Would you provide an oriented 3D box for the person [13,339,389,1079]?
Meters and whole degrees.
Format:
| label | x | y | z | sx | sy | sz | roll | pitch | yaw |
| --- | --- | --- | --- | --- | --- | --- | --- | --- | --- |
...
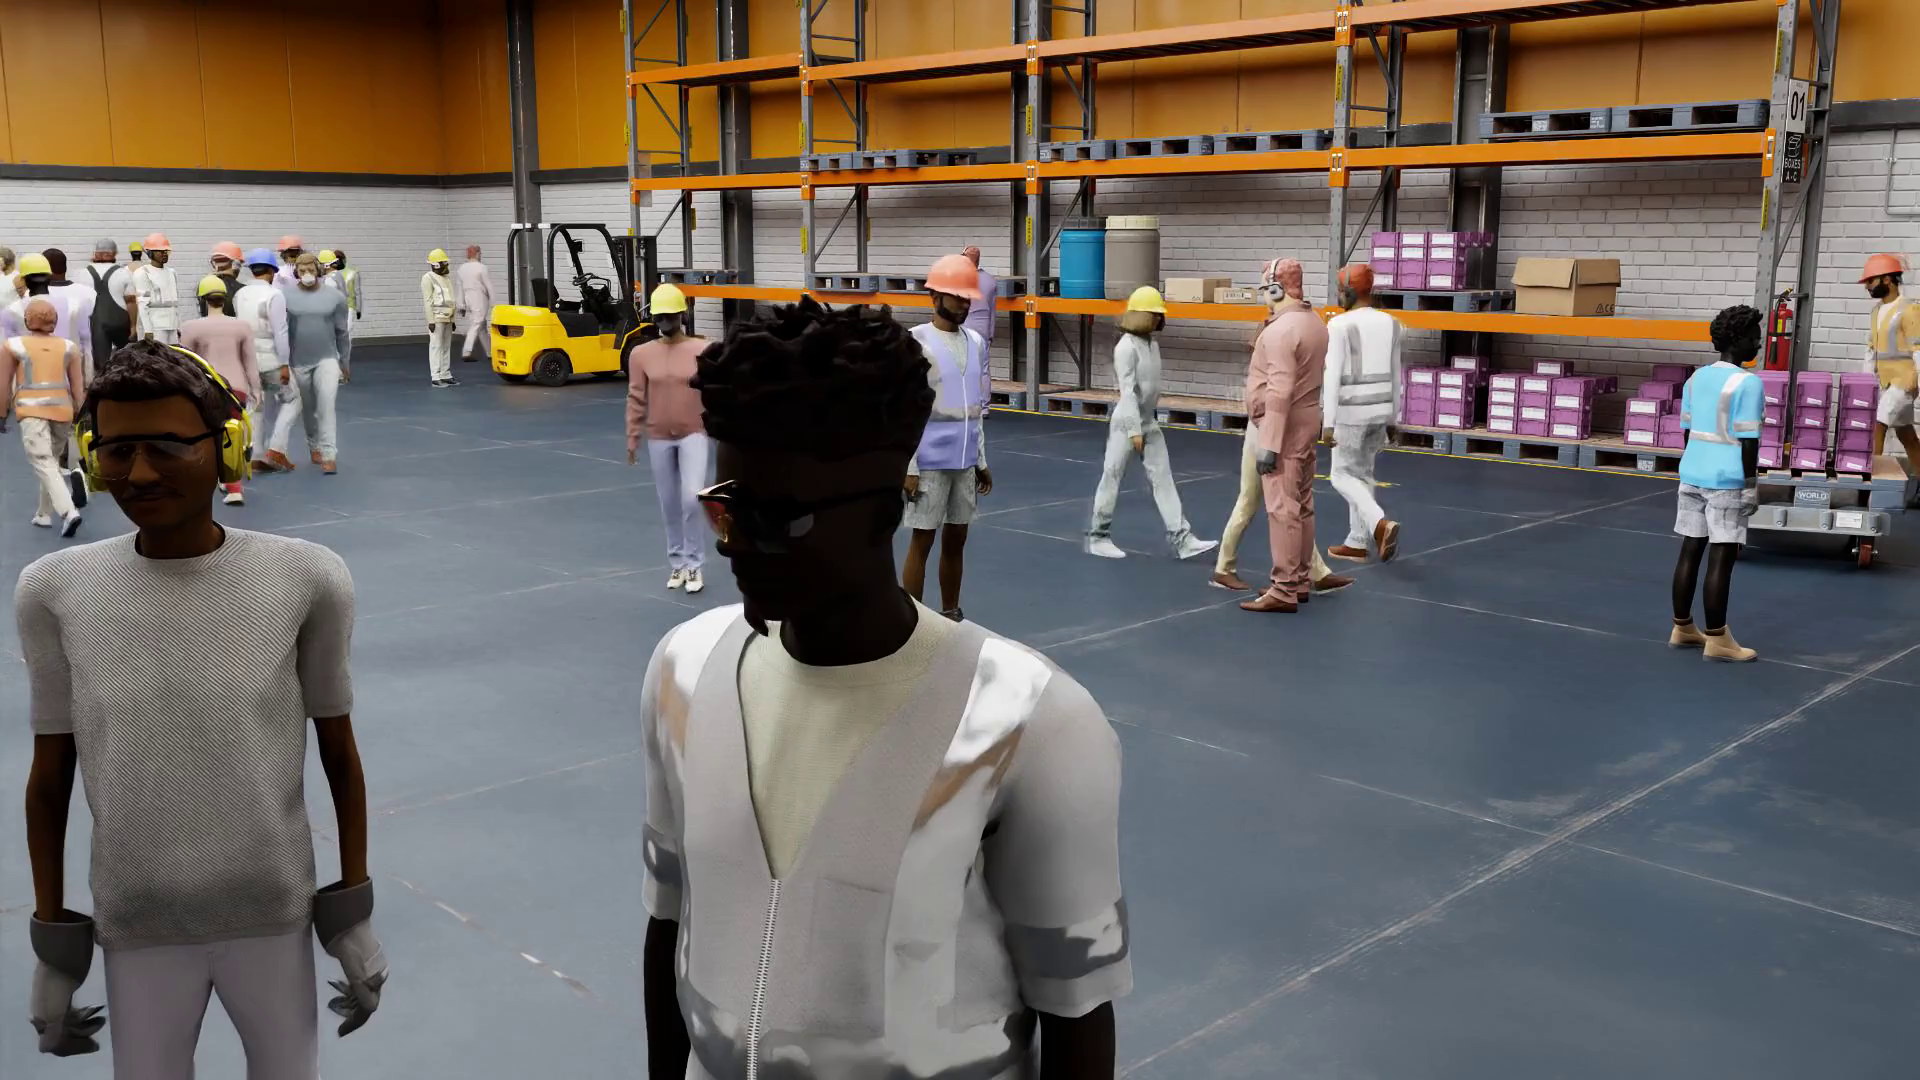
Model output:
| label | x | y | z | sx | sy | sz | roll | pitch | yaw |
| --- | --- | --- | --- | --- | --- | --- | --- | --- | --- |
| person | -1.188 | 0.621 | 2.625 | 0.532 | 1.871 | 0.321 | -3 | 11 | -17 |

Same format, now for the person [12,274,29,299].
| label | x | y | z | sx | sy | sz | roll | pitch | yaw |
| --- | --- | --- | --- | --- | --- | --- | --- | --- | --- |
| person | -10.056 | -2.116 | 18.254 | 0.428 | 1.607 | 0.612 | 0 | 10 | 0 |

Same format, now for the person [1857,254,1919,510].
| label | x | y | z | sx | sy | sz | roll | pitch | yaw |
| --- | --- | --- | --- | --- | --- | --- | --- | --- | --- |
| person | 6.840 | -1.148 | 12.222 | 0.970 | 1.875 | 0.572 | 1 | 10 | 7 |

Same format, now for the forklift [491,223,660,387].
| label | x | y | z | sx | sy | sz | roll | pitch | yaw |
| --- | --- | --- | --- | --- | --- | --- | --- | --- | --- |
| forklift | -5.316 | -3.263 | 22.920 | 2.313 | 2.155 | 1.214 | -10 | 14 | -44 |

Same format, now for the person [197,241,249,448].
| label | x | y | z | sx | sy | sz | roll | pitch | yaw |
| --- | --- | --- | --- | --- | --- | --- | --- | --- | --- |
| person | -6.413 | -1.637 | 14.683 | 0.612 | 1.967 | 0.434 | 3 | 11 | 16 |

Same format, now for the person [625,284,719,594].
| label | x | y | z | sx | sy | sz | roll | pitch | yaw |
| --- | --- | --- | --- | --- | --- | --- | --- | --- | --- |
| person | -1.620 | -0.564 | 9.399 | 0.556 | 1.746 | 0.580 | 1 | 10 | 5 |

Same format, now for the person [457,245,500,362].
| label | x | y | z | sx | sy | sz | roll | pitch | yaw |
| --- | --- | --- | --- | --- | --- | --- | --- | --- | --- |
| person | -7.751 | -3.805 | 26.805 | 0.647 | 1.862 | 0.963 | 8 | 13 | 38 |

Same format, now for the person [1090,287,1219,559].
| label | x | y | z | sx | sy | sz | roll | pitch | yaw |
| --- | --- | --- | --- | --- | --- | --- | --- | --- | --- |
| person | 1.165 | -0.700 | 10.266 | 0.876 | 1.695 | 0.504 | 8 | 13 | 36 |

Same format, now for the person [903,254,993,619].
| label | x | y | z | sx | sy | sz | roll | pitch | yaw |
| --- | --- | --- | --- | --- | --- | --- | --- | --- | --- |
| person | -0.057 | -0.384 | 7.931 | 0.543 | 1.934 | 0.371 | -10 | 14 | -43 |

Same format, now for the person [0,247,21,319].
| label | x | y | z | sx | sy | sz | roll | pitch | yaw |
| --- | --- | --- | --- | --- | --- | --- | --- | --- | --- |
| person | -11.092 | -2.475 | 19.473 | 0.619 | 1.877 | 1.007 | 10 | 14 | 42 |

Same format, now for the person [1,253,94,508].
| label | x | y | z | sx | sy | sz | roll | pitch | yaw |
| --- | --- | --- | --- | --- | --- | --- | --- | --- | --- |
| person | -6.687 | -1.161 | 12.261 | 0.586 | 1.898 | 0.766 | -7 | 12 | -33 |

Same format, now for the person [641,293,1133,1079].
| label | x | y | z | sx | sy | sz | roll | pitch | yaw |
| --- | --- | --- | --- | --- | --- | --- | --- | --- | --- |
| person | -0.122 | 0.714 | 1.856 | 0.613 | 1.962 | 0.365 | 6 | 12 | 30 |

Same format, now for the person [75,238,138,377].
| label | x | y | z | sx | sy | sz | roll | pitch | yaw |
| --- | --- | --- | --- | --- | --- | --- | --- | --- | --- |
| person | -10.096 | -2.619 | 19.825 | 0.698 | 2.000 | 1.004 | -1 | 10 | -7 |

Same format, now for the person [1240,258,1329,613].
| label | x | y | z | sx | sy | sz | roll | pitch | yaw |
| --- | --- | --- | --- | --- | --- | --- | --- | --- | --- |
| person | 1.731 | -0.556 | 8.969 | 0.401 | 1.901 | 0.640 | 6 | 12 | 29 |

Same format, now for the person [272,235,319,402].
| label | x | y | z | sx | sy | sz | roll | pitch | yaw |
| --- | --- | --- | --- | --- | --- | --- | --- | --- | --- |
| person | -8.024 | -2.638 | 20.008 | 0.854 | 2.012 | 0.619 | 10 | 14 | 43 |

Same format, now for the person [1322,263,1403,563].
| label | x | y | z | sx | sy | sz | roll | pitch | yaw |
| --- | --- | --- | --- | --- | --- | --- | --- | --- | --- |
| person | 2.489 | -0.745 | 10.098 | 0.612 | 1.862 | 0.658 | -6 | 12 | -28 |

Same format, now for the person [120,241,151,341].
| label | x | y | z | sx | sy | sz | roll | pitch | yaw |
| --- | --- | --- | --- | --- | --- | --- | --- | --- | --- |
| person | -13.308 | -3.878 | 27.014 | 0.617 | 1.924 | 0.386 | -6 | 12 | -30 |

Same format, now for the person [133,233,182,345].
| label | x | y | z | sx | sy | sz | roll | pitch | yaw |
| --- | --- | --- | --- | --- | --- | --- | --- | --- | --- |
| person | -8.871 | -2.383 | 18.532 | 0.371 | 2.044 | 0.608 | 2 | 11 | 12 |

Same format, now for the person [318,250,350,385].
| label | x | y | z | sx | sy | sz | roll | pitch | yaw |
| --- | --- | --- | --- | --- | --- | --- | --- | --- | --- |
| person | -8.509 | -3.013 | 22.572 | 0.403 | 1.826 | 0.591 | -2 | 11 | -9 |

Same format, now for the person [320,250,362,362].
| label | x | y | z | sx | sy | sz | roll | pitch | yaw |
| --- | --- | --- | --- | --- | --- | --- | --- | --- | --- |
| person | -9.803 | -3.688 | 26.345 | 0.628 | 1.799 | 0.964 | 0 | 10 | -1 |

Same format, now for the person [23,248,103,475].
| label | x | y | z | sx | sy | sz | roll | pitch | yaw |
| --- | --- | --- | --- | --- | --- | --- | --- | --- | --- |
| person | -7.570 | -1.505 | 14.098 | 0.391 | 1.914 | 0.587 | 10 | 14 | 43 |

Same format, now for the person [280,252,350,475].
| label | x | y | z | sx | sy | sz | roll | pitch | yaw |
| --- | --- | --- | --- | --- | --- | --- | --- | --- | --- |
| person | -5.597 | -1.540 | 14.384 | 0.627 | 1.891 | 1.039 | -4 | 11 | -20 |

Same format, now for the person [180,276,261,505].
| label | x | y | z | sx | sy | sz | roll | pitch | yaw |
| --- | --- | --- | --- | --- | --- | --- | --- | --- | --- |
| person | -5.655 | -1.146 | 12.684 | 0.542 | 1.713 | 0.946 | -9 | 14 | -41 |

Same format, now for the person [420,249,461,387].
| label | x | y | z | sx | sy | sz | roll | pitch | yaw |
| --- | --- | --- | --- | --- | --- | --- | --- | --- | --- |
| person | -6.951 | -2.970 | 22.297 | 0.403 | 1.836 | 0.591 | 2 | 11 | 12 |

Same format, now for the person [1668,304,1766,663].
| label | x | y | z | sx | sy | sz | roll | pitch | yaw |
| --- | --- | --- | --- | --- | --- | --- | --- | --- | --- |
| person | 3.635 | -0.273 | 7.963 | 0.322 | 1.699 | 0.535 | -2 | 11 | -8 |

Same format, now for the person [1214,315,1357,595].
| label | x | y | z | sx | sy | sz | roll | pitch | yaw |
| --- | --- | --- | --- | --- | --- | --- | --- | --- | --- |
| person | 1.804 | -0.465 | 9.321 | 0.828 | 1.587 | 0.514 | 10 | 14 | 42 |

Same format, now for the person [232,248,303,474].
| label | x | y | z | sx | sy | sz | roll | pitch | yaw |
| --- | --- | --- | --- | --- | --- | --- | --- | --- | --- |
| person | -5.900 | -1.509 | 14.130 | 0.641 | 1.906 | 0.477 | 5 | 12 | 27 |

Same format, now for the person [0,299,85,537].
| label | x | y | z | sx | sy | sz | roll | pitch | yaw |
| --- | --- | --- | --- | --- | --- | --- | --- | --- | --- |
| person | -6.189 | -0.833 | 11.291 | 0.856 | 1.596 | 0.514 | 8 | 13 | 37 |

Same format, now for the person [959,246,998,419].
| label | x | y | z | sx | sy | sz | roll | pitch | yaw |
| --- | --- | --- | --- | --- | --- | --- | --- | --- | --- |
| person | 0.106 | -2.252 | 18.190 | 0.642 | 1.909 | 0.410 | -9 | 13 | -39 |
